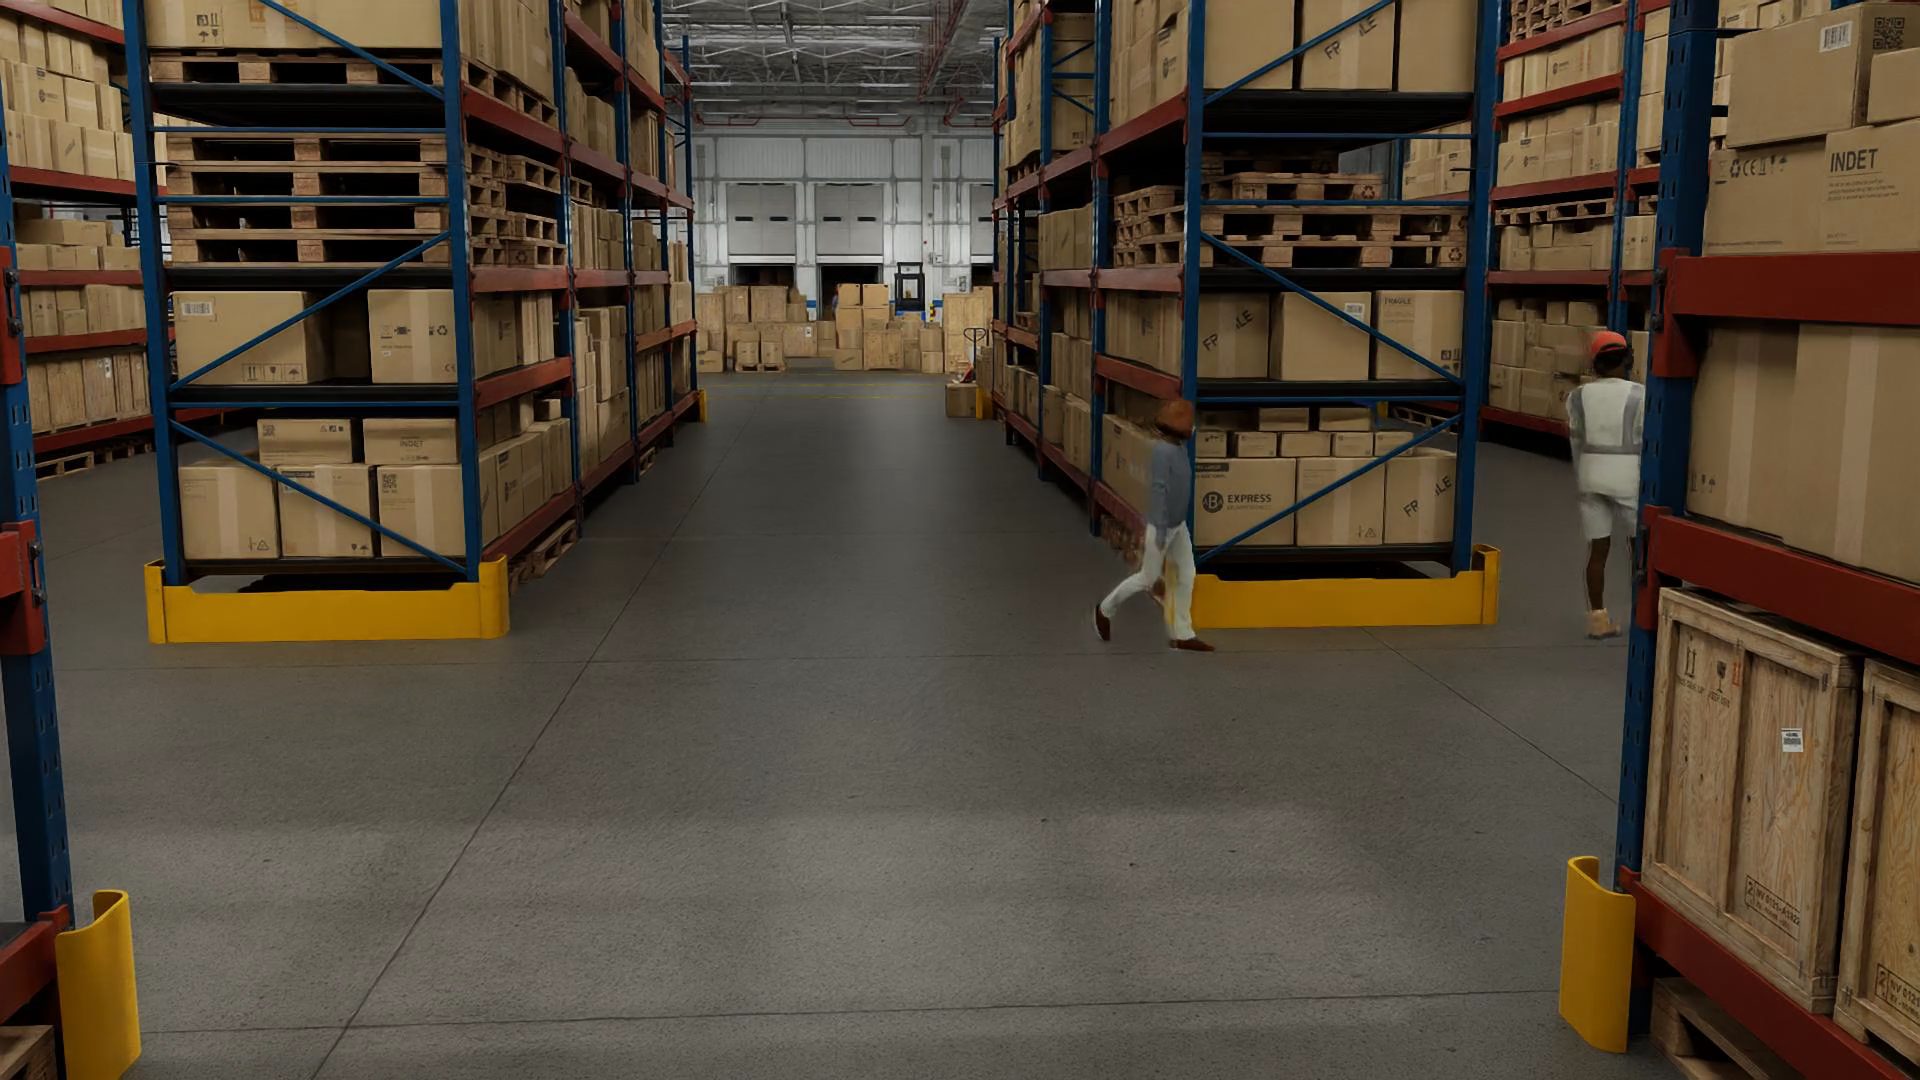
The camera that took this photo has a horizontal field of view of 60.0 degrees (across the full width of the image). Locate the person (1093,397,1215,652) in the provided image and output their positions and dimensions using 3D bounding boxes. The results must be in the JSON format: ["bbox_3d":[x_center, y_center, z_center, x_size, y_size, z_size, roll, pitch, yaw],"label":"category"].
[{"bbox_3d":[1.234,-0.104,10.480,0.751,1.602,0.501,4,10,26],"label":"person"}]

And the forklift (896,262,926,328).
[{"bbox_3d":[-1.780,-8.547,59.499,1.129,2.768,1.873,-1,9,-4],"label":"forklift"}]

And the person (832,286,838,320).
[{"bbox_3d":[-4.572,-8.623,62.925,0.552,1.935,0.370,2,9,9],"label":"person"}]

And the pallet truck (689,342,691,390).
[{"bbox_3d":[-5.225,-3.008,27.480,1.885,1.965,0.823,2,9,14],"label":"pallet truck"}]

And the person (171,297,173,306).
[{"bbox_3d":[-29.518,-8.629,62.832,0.399,1.986,0.608,1,9,4],"label":"person"}]

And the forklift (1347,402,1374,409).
[{"bbox_3d":[4.558,-2.488,21.455,1.129,2.768,1.873,6,11,35],"label":"forklift"}]

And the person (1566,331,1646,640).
[{"bbox_3d":[4.285,-0.352,10.842,0.647,1.990,0.699,9,12,43],"label":"person"}]
